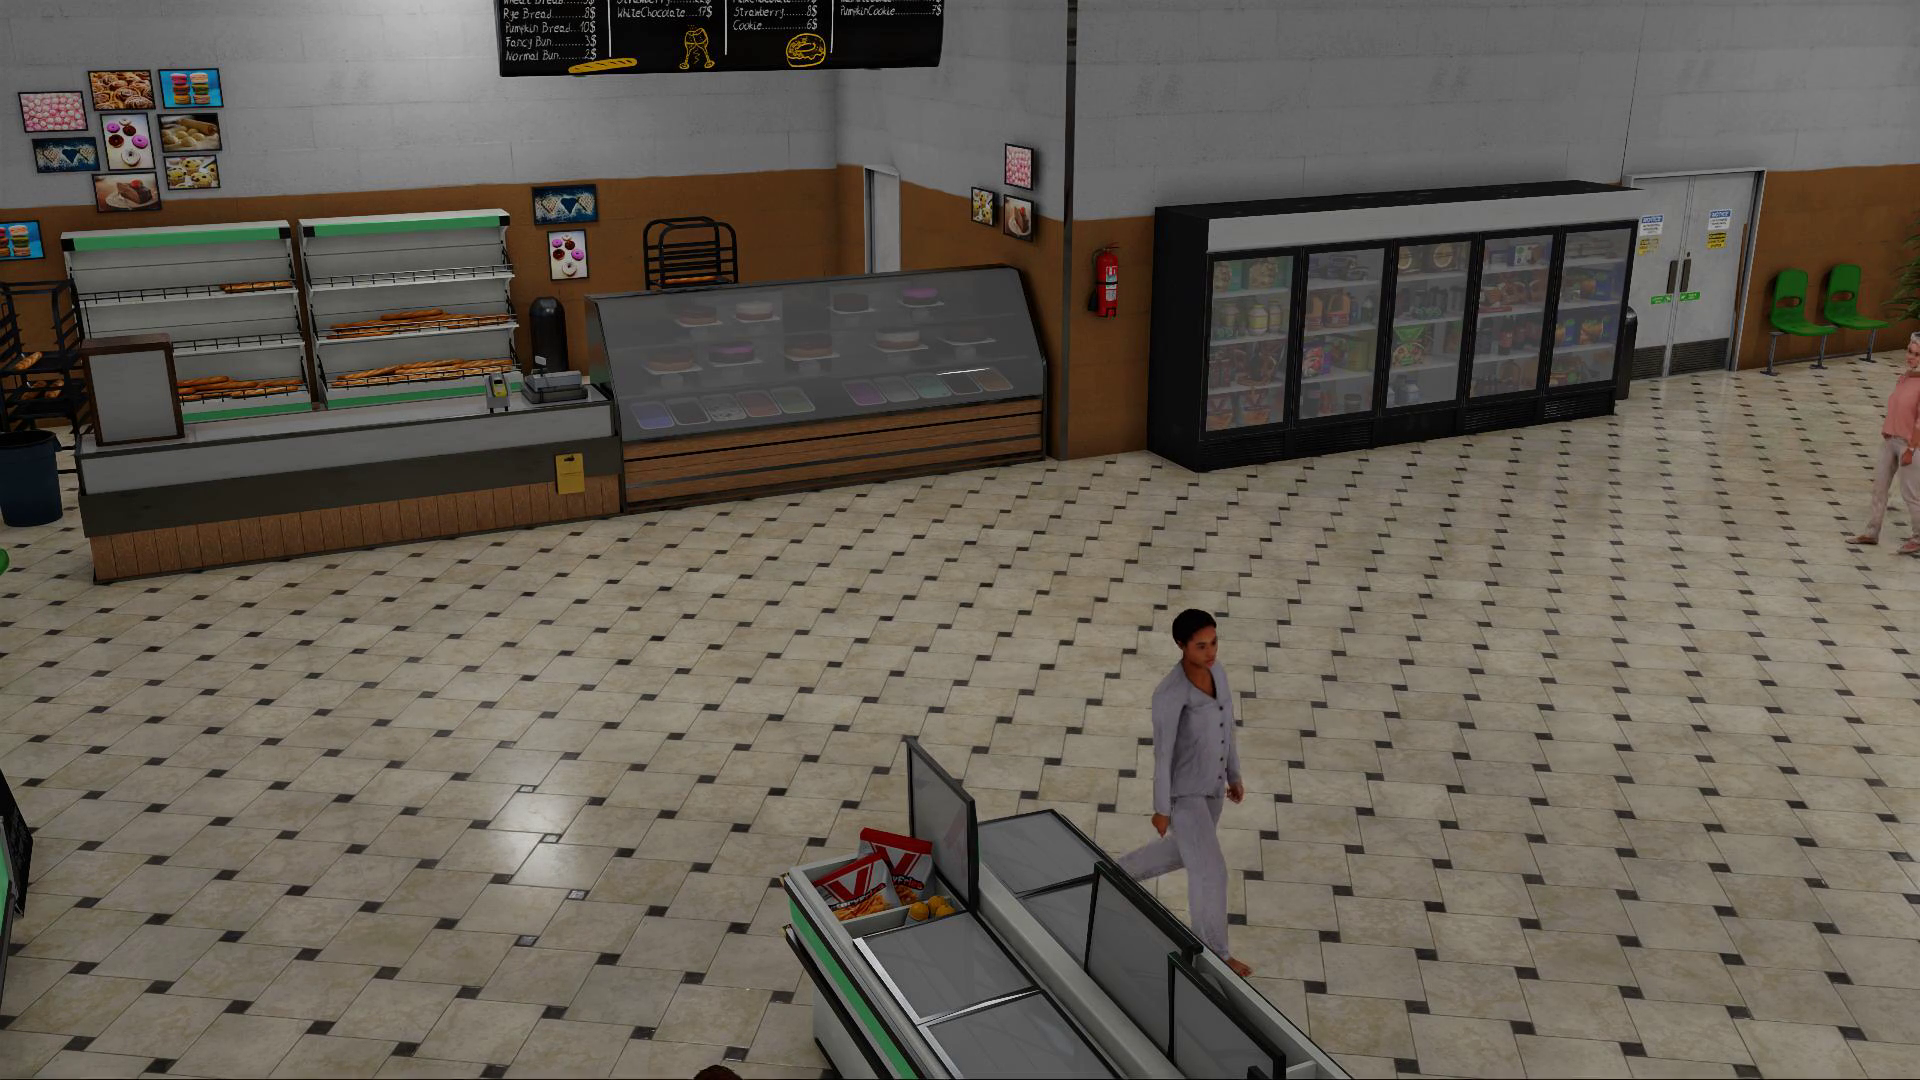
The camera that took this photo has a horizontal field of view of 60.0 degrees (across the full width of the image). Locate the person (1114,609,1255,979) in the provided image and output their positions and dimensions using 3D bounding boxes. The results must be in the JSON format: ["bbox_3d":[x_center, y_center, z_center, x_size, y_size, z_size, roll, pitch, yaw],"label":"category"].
[{"bbox_3d":[0.966,1.096,7.461,1.177,1.703,0.963,13,23,34],"label":"person"}]

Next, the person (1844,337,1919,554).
[{"bbox_3d":[7.347,-0.738,12.880,0.810,1.716,0.764,1,19,3],"label":"person"}]
